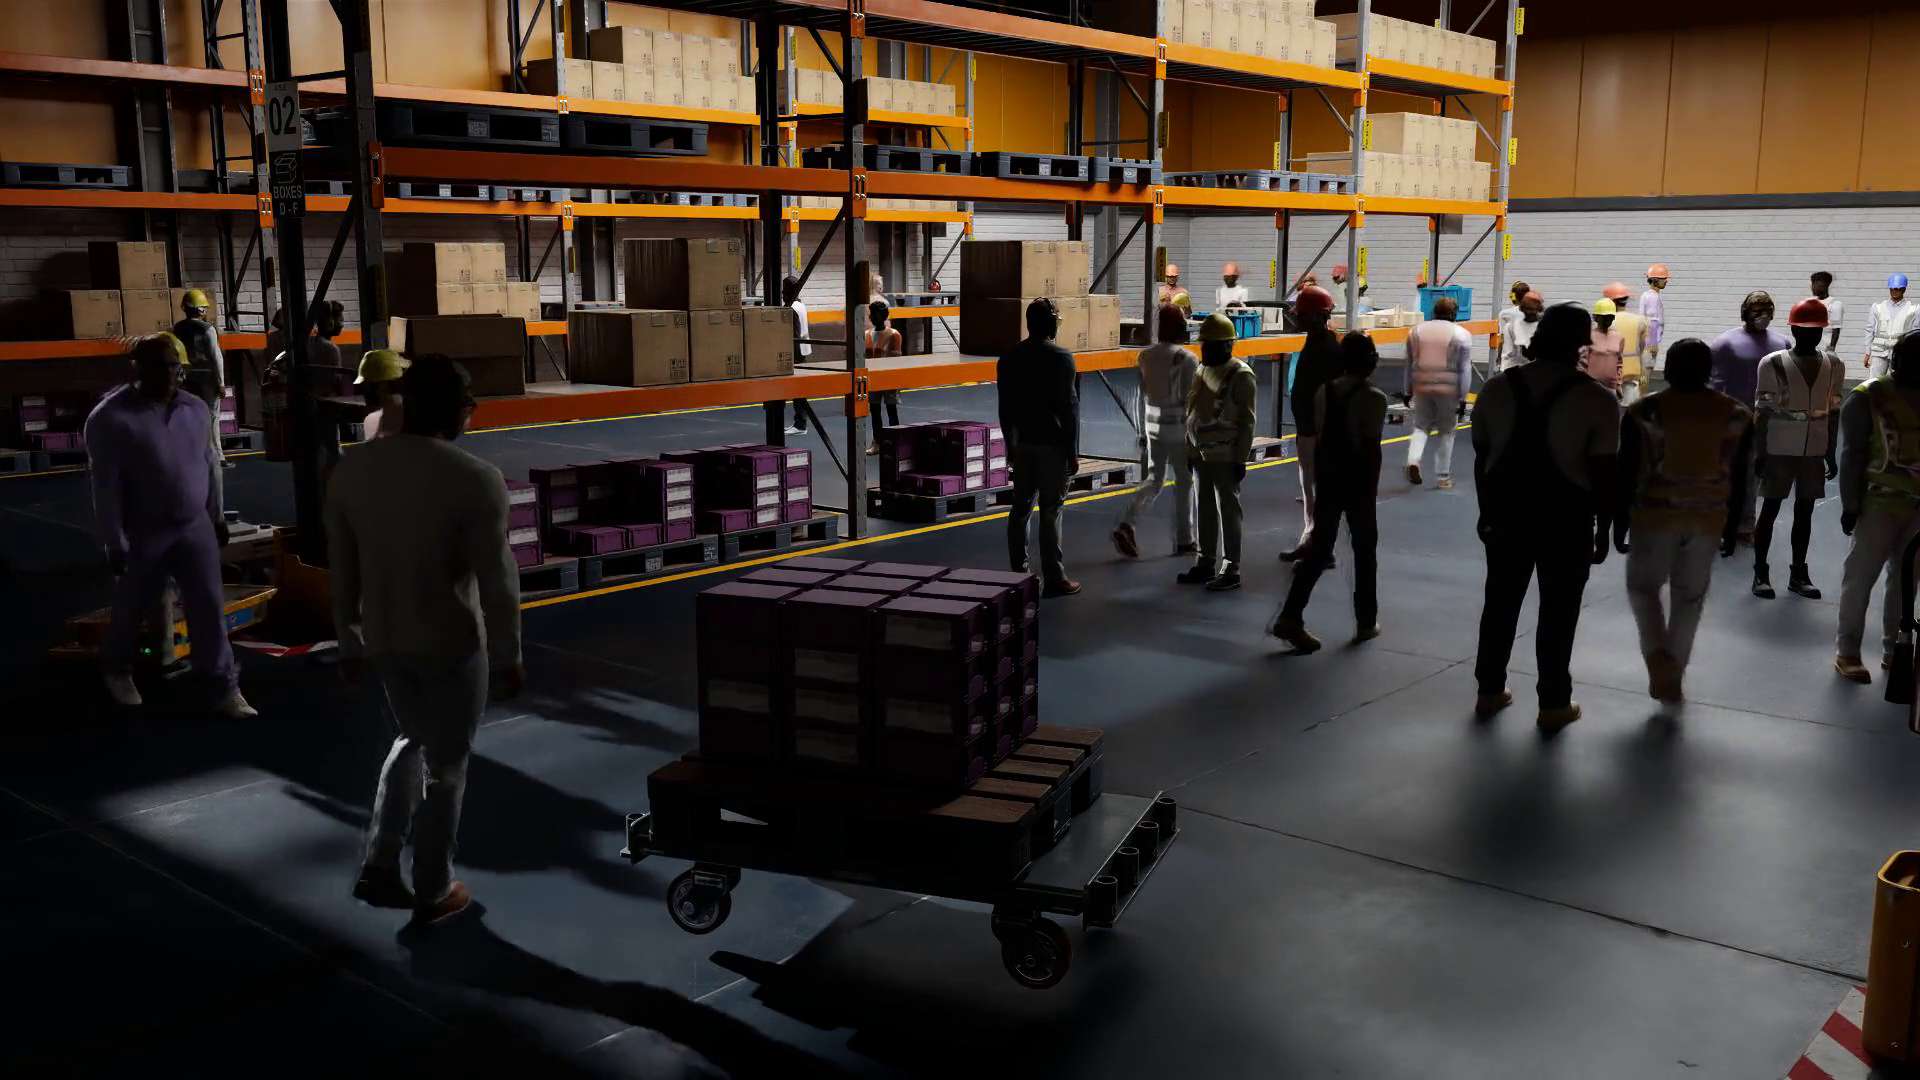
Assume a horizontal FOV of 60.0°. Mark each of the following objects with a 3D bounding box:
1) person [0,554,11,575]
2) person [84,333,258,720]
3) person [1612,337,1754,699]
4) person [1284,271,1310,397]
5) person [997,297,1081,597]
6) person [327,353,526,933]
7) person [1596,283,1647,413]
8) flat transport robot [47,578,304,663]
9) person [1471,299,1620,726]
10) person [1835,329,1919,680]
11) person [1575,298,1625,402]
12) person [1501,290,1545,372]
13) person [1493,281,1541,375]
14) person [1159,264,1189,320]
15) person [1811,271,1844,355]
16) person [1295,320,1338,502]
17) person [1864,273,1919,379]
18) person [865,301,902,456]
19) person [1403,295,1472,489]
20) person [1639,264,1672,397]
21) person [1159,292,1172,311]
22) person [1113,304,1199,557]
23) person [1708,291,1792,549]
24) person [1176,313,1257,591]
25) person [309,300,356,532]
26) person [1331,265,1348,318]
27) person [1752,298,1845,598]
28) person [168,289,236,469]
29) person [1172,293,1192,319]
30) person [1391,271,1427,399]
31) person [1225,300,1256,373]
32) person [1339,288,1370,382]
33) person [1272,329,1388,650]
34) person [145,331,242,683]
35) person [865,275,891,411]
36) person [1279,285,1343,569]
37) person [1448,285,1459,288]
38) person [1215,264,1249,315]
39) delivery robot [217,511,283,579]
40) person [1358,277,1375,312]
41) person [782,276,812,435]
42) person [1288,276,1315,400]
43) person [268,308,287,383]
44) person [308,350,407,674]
[{"bbox_3d":[-6.712,-0.557,10.809,0.607,1.873,0.990,5,11,24],"label":"person"},{"bbox_3d":[-3.884,-0.070,8.036,0.985,1.865,0.660,7,12,33],"label":"person"},{"bbox_3d":[3.545,-0.083,8.199,0.632,1.823,0.640,2,10,9],"label":"person"},{"bbox_3d":[5.283,-3.101,25.138,0.660,1.914,0.564,-2,10,-9],"label":"person"},{"bbox_3d":[0.522,-0.599,10.808,0.629,1.940,0.373,9,13,40],"label":"person"},{"bbox_3d":[-1.718,0.352,5.452,0.646,1.917,0.438,3,10,17],"label":"person"},{"bbox_3d":[6.804,-1.707,17.233,0.594,1.883,0.939,0,10,2],"label":"person"},{"bbox_3d":[-4.482,0.448,9.591,0.652,0.197,1.431,2,10,10],"label":"flat transport robot"},{"bbox_3d":[2.795,-0.142,7.917,0.686,2.000,0.535,8,13,39],"label":"person"},{"bbox_3d":[4.904,-0.177,8.690,0.630,1.840,0.429,-1,10,-6],"label":"person"},{"bbox_3d":[6.308,-1.493,16.391,0.534,1.767,0.313,-2,10,-14],"label":"person"},{"bbox_3d":[5.736,-1.588,16.731,0.586,1.828,0.959,8,13,37],"label":"person"},{"bbox_3d":[6.484,-2.070,19.386,0.531,1.867,0.317,-1,10,-4],"label":"person"},{"bbox_3d":[3.306,-3.335,26.225,0.608,1.995,0.377,-1,10,-6],"label":"person"},{"bbox_3d":[11.125,-2.490,21.556,0.413,1.958,0.664,-2,10,-9],"label":"person"},{"bbox_3d":[3.181,-1.111,14.572,0.315,1.641,0.515,-2,10,-12],"label":"person"},{"bbox_3d":[11.389,-2.279,20.348,0.603,1.949,0.384,7,12,35],"label":"person"},{"bbox_3d":[-0.853,-1.738,18.007,0.530,1.689,0.322,7,12,33],"label":"person"},{"bbox_3d":[4.414,-1.358,15.477,0.653,1.822,0.592,7,12,33],"label":"person"},{"bbox_3d":[9.255,-2.661,22.246,0.381,2.045,0.605,2,10,13],"label":"person"},{"bbox_3d":[2.858,-2.697,23.623,0.268,1.632,0.506,-2,10,-9],"label":"person"},{"bbox_3d":[1.474,-0.777,12.051,0.772,1.862,0.588,-8,13,-39],"label":"person"},{"bbox_3d":[5.901,-0.891,12.473,0.629,1.939,0.371,-1,10,-6],"label":"person"},{"bbox_3d":[1.690,-0.581,11.013,0.404,1.827,0.602,-5,11,-28],"label":"person"},{"bbox_3d":[-5.006,-0.968,13.181,0.539,1.845,0.387,9,13,42],"label":"person"},{"bbox_3d":[6.789,-3.855,29.291,0.814,1.969,0.613,2,10,9],"label":"person"},{"bbox_3d":[5.405,-0.586,10.736,0.545,1.938,0.361,0,10,2],"label":"person"},{"bbox_3d":[-7.726,-1.626,16.951,0.590,1.836,0.404,4,11,19],"label":"person"},{"bbox_3d":[2.502,-1.920,18.883,0.287,1.746,0.487,-7,12,-35],"label":"person"},{"bbox_3d":[6.785,-3.018,24.661,0.859,1.904,0.577,-6,11,-29],"label":"person"},{"bbox_3d":[3.304,-2.080,20.114,0.524,1.633,0.309,2,10,10],"label":"person"},{"bbox_3d":[6.162,-3.128,25.960,0.537,1.670,0.632,9,14,43],"label":"person"},{"bbox_3d":[2.130,-0.276,9.370,0.857,1.812,0.504,-10,14,-43],"label":"person"},{"bbox_3d":[-4.081,-0.164,8.644,0.592,1.829,0.403,2,10,14],"label":"person"},{"bbox_3d":[-1.232,-2.687,22.853,0.692,1.884,0.511,7,12,35],"label":"person"},{"bbox_3d":[2.485,-0.787,11.719,0.396,1.992,0.622,-1,10,-5],"label":"person"},{"bbox_3d":[8.341,-3.511,28.242,0.307,1.641,0.514,0,10,-2],"label":"person"},{"bbox_3d":[4.345,-3.443,26.851,0.630,1.984,1.031,7,12,35],"label":"person"},{"bbox_3d":[-4.707,0.055,10.757,0.477,0.478,0.707,6,12,29],"label":"delivery robot"},{"bbox_3d":[6.630,-3.473,27.652,0.533,1.772,0.297,-3,10,-15],"label":"person"},{"bbox_3d":[-1.994,-2.233,20.169,0.376,1.917,0.600,0,10,0],"label":"person"},{"bbox_3d":[5.111,-2.999,24.739,0.572,1.843,0.373,-5,11,-26],"label":"person"},{"bbox_3d":[-7.249,-1.690,17.922,0.492,1.626,0.284,6,12,31],"label":"person"},{"bbox_3d":[-3.015,-0.134,8.777,0.528,1.716,0.908,6,12,32],"label":"person"}]
